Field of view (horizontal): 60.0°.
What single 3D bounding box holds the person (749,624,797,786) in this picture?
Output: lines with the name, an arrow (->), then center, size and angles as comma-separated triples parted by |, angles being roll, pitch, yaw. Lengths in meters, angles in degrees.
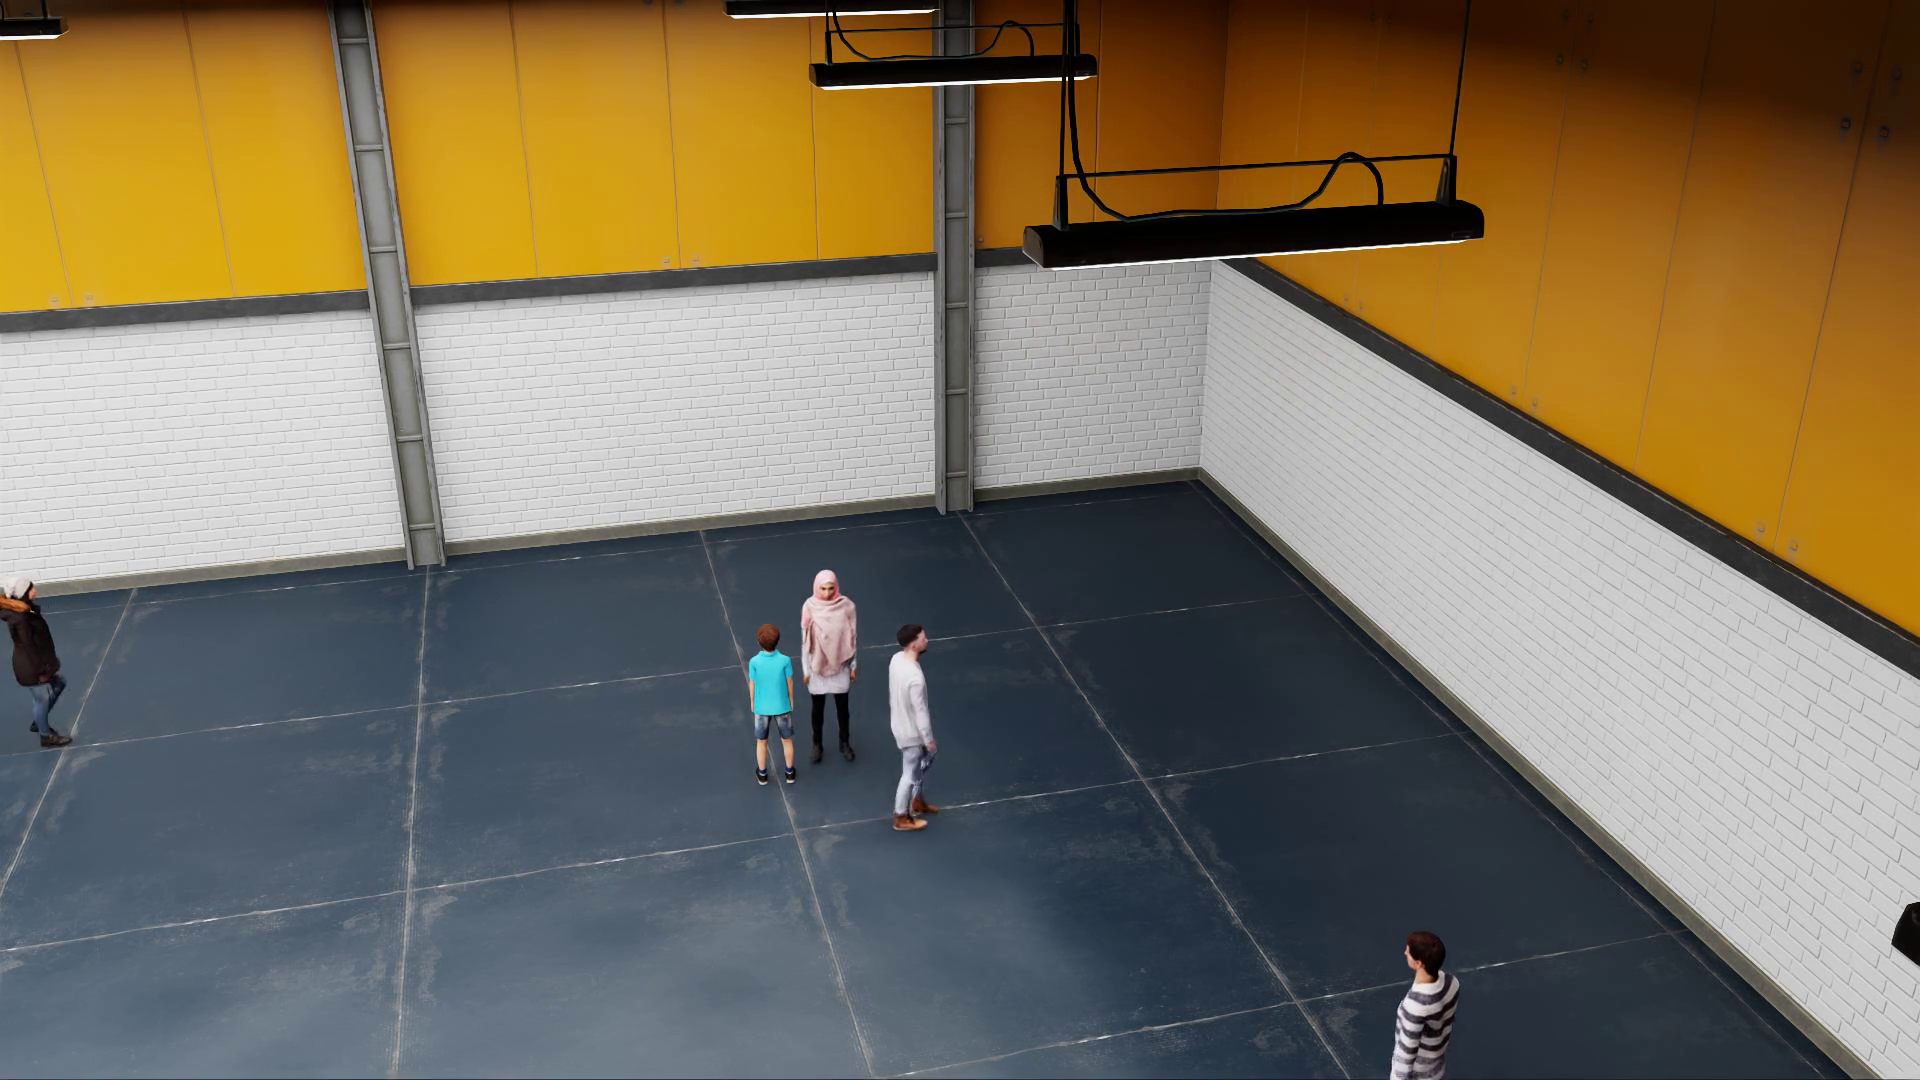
person -> -1.571, 1.370, 13.922 | 0.455, 1.447, 0.602 | -2, 24, -5

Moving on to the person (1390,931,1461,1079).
person -> 2.702, 3.090, 9.521 | 1.054, 1.821, 1.101 | 21, 31, 39

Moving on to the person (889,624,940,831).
person -> -0.459, 1.500, 13.155 | 0.641, 1.824, 0.695 | -7, 24, -15

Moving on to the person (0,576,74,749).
person -> -8.078, 1.073, 14.378 | 0.602, 1.626, 0.620 | -8, 25, -17

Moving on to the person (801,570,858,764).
person -> -1.114, 1.074, 14.164 | 0.552, 1.797, 0.717 | -3, 24, -7
